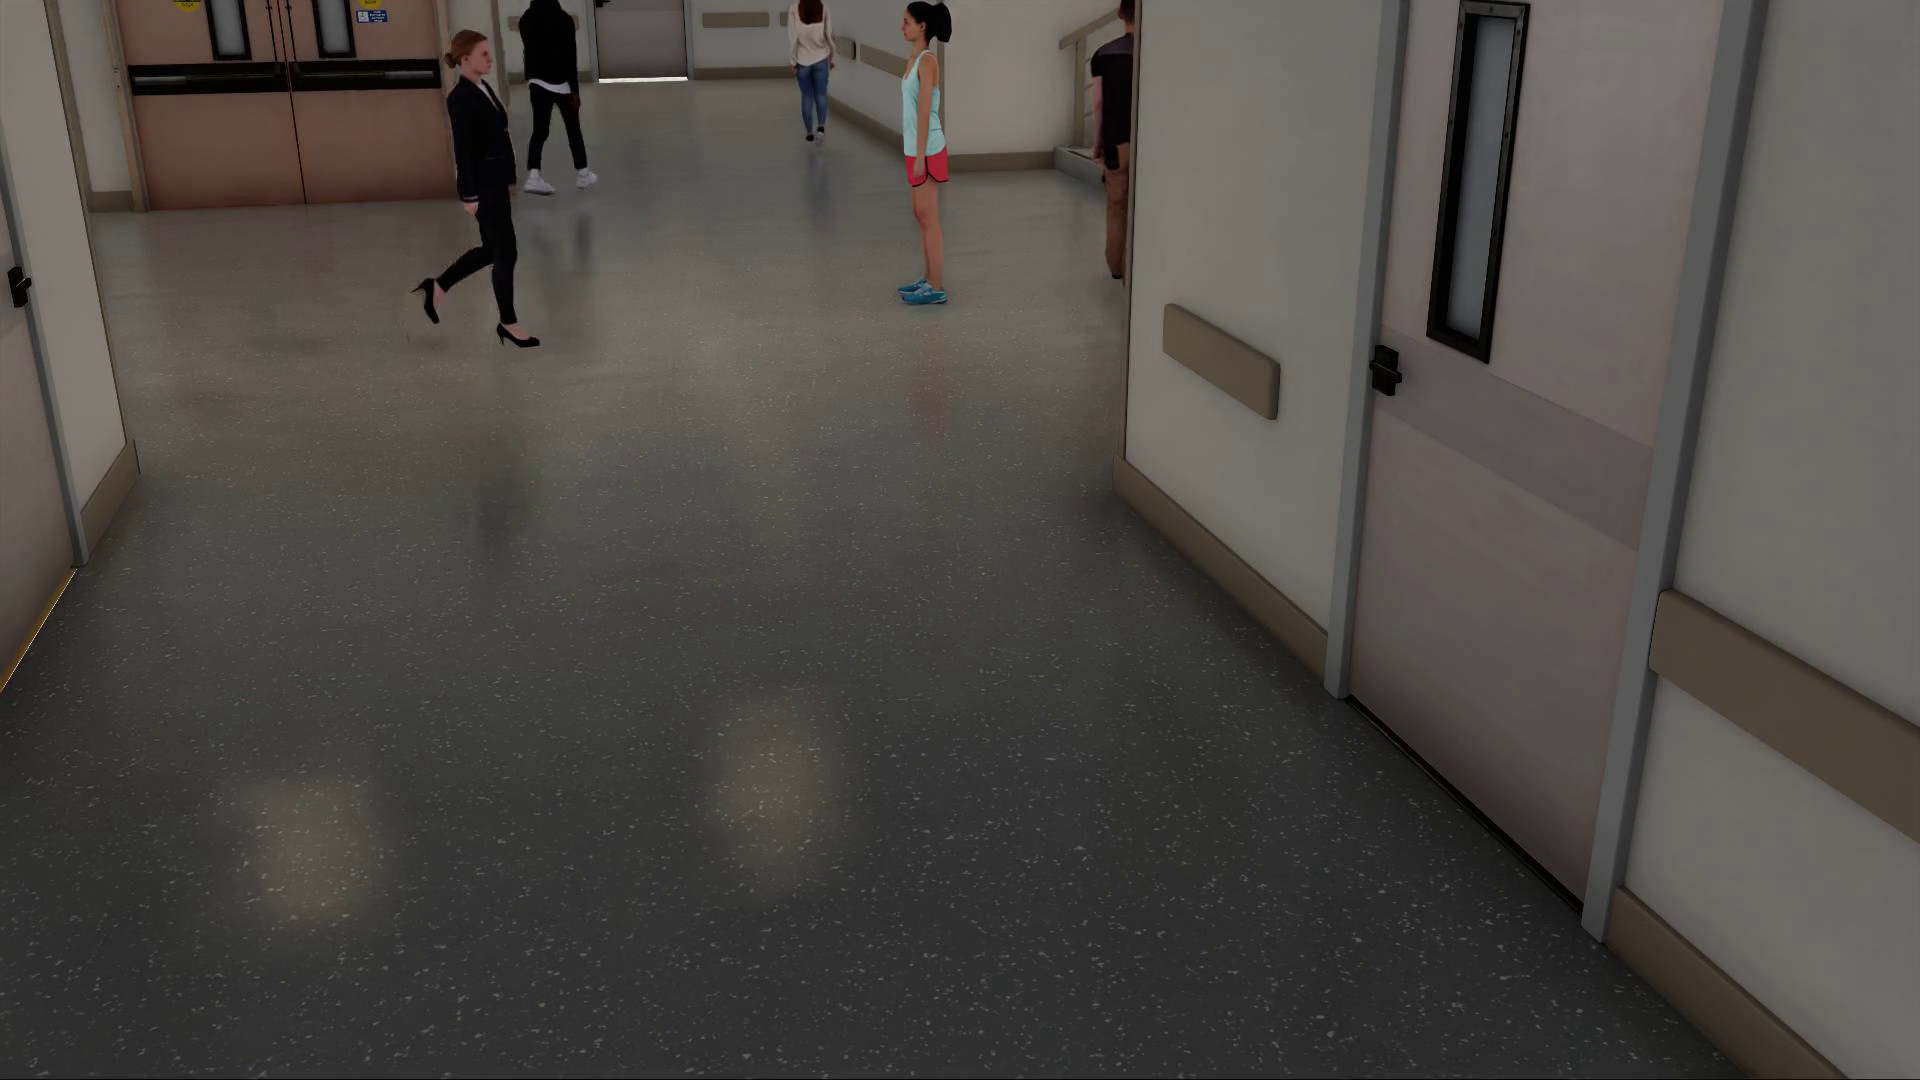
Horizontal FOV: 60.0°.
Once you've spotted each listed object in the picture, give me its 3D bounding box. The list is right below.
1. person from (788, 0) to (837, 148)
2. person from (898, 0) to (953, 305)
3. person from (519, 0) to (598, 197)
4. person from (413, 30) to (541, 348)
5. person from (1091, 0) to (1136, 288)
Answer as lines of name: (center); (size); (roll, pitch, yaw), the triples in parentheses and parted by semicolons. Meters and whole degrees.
person: (-1.440, -4.699, 16.445); (1.078, 1.656, 0.779); (-3, 21, -7)
person: (-0.223, -2.322, 10.018); (0.568, 1.764, 0.587); (-3, 21, -8)
person: (-3.403, -3.682, 13.607); (1.269, 1.765, 1.185); (7, 22, 18)
person: (-2.623, -1.850, 8.909); (0.983, 1.666, 0.761); (0, 21, 1)
person: (1.060, -2.377, 10.109); (1.125, 1.802, 1.098); (6, 22, 16)
